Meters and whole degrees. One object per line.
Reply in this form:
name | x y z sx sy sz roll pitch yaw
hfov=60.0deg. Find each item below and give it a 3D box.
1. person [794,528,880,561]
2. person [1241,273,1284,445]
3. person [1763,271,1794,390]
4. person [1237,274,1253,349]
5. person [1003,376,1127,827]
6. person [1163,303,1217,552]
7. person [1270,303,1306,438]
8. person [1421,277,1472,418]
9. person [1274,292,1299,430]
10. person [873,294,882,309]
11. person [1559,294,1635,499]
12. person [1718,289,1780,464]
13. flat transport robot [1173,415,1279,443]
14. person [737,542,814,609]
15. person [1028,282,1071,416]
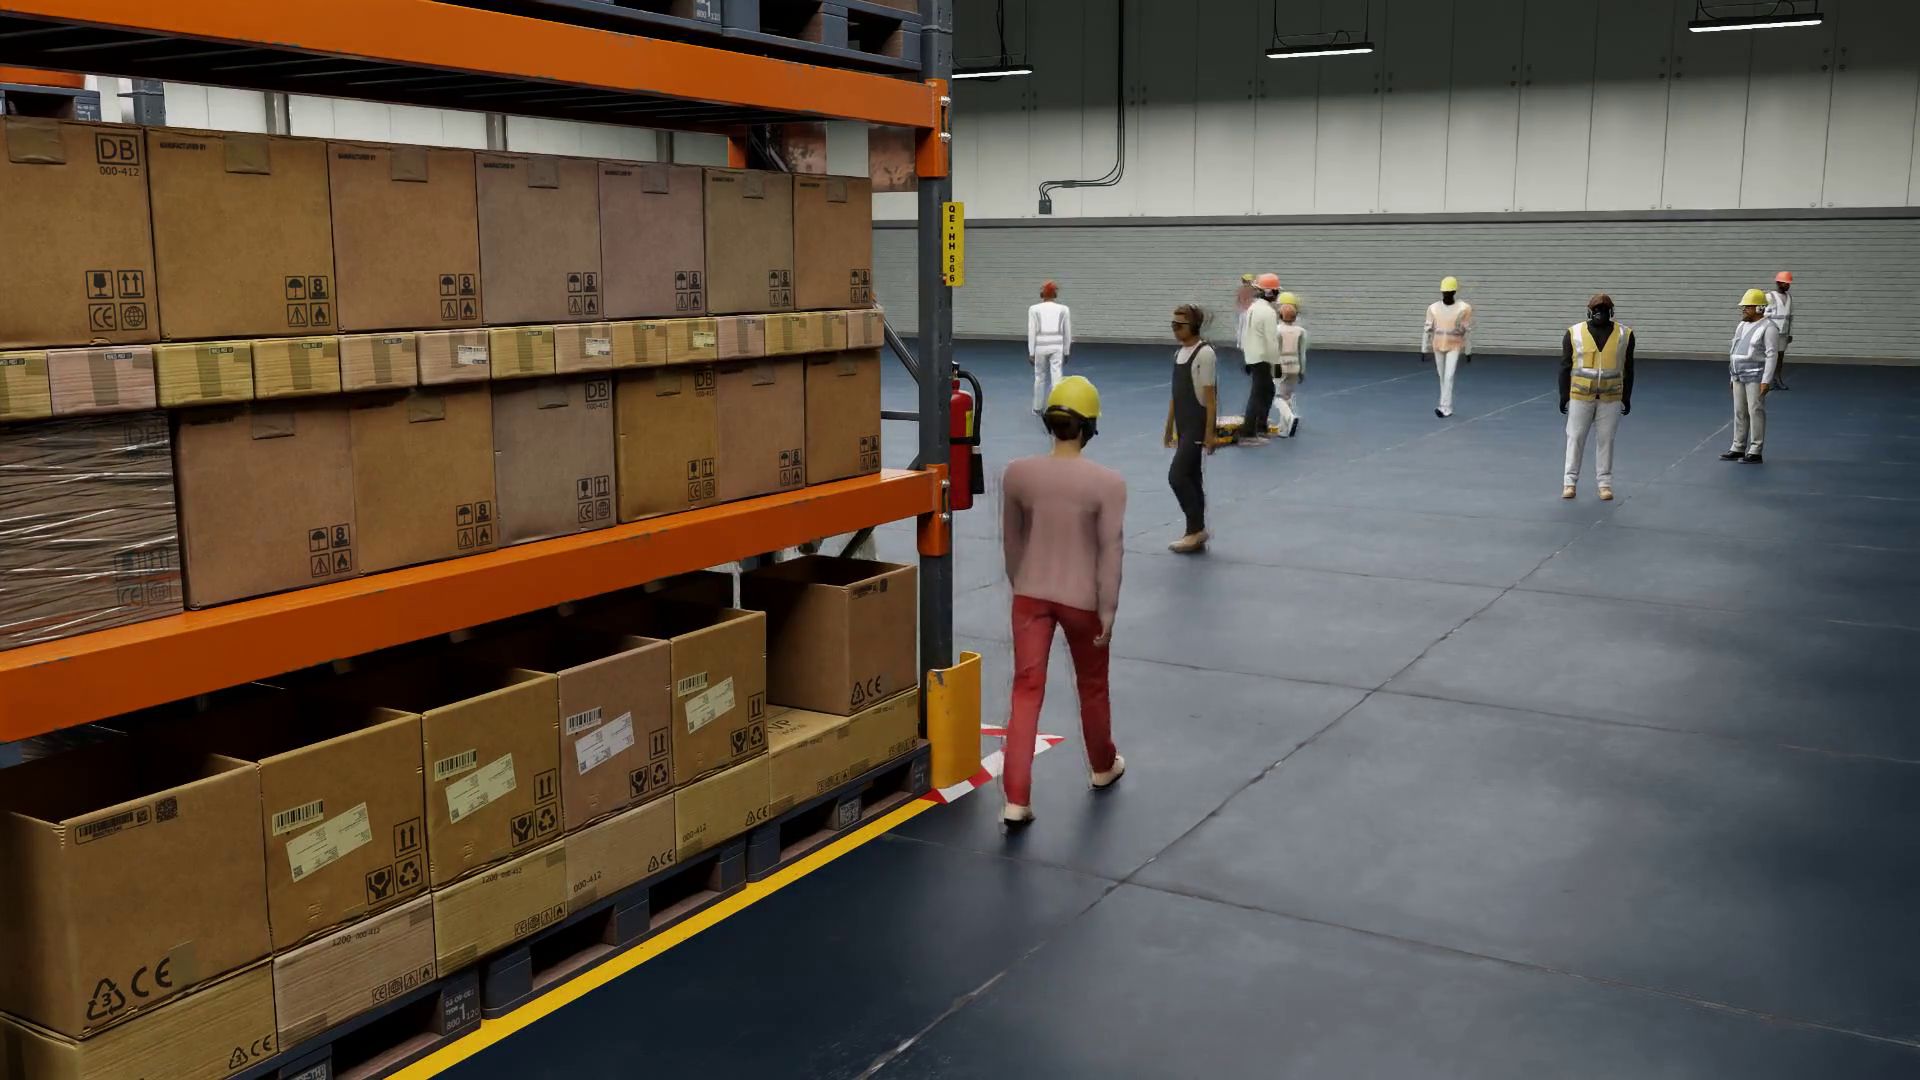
person | -0.790 -0.403 10.498 0.521 1.599 0.856 8 13 40
person | 3.531 -2.066 19.133 0.673 1.967 0.651 -2 10 -11
person | 13.300 -3.392 27.012 0.555 1.932 0.386 -2 10 -14
person | 6.685 -5.341 38.931 0.329 1.762 0.523 -4 10 -21
person | 0.395 0.223 6.492 0.529 1.719 0.925 4 10 20
person | 1.649 -0.805 12.163 0.441 1.830 0.549 -3 10 -16
person | 3.885 -1.994 19.735 0.517 1.619 0.591 -3 10 -19
person | 6.499 -2.567 22.320 0.617 1.876 0.958 7 12 34
person | 4.051 -2.234 20.833 0.361 1.731 0.489 7 12 36
person | -1.611 -3.631 29.360 0.506 1.614 0.664 -1 10 -4
person | 5.697 -1.279 14.913 0.633 1.841 0.429 3 10 15
person | 8.310 -1.718 17.508 0.404 1.830 0.602 -2 10 -11
flat transport robot | 3.161 -1.325 19.773 0.652 0.197 1.431 8 12 38
person | -1.039 -0.024 8.237 0.502 1.606 0.819 6 11 31
person | 1.197 -2.529 22.287 0.597 1.823 0.998 -1 10 -6
